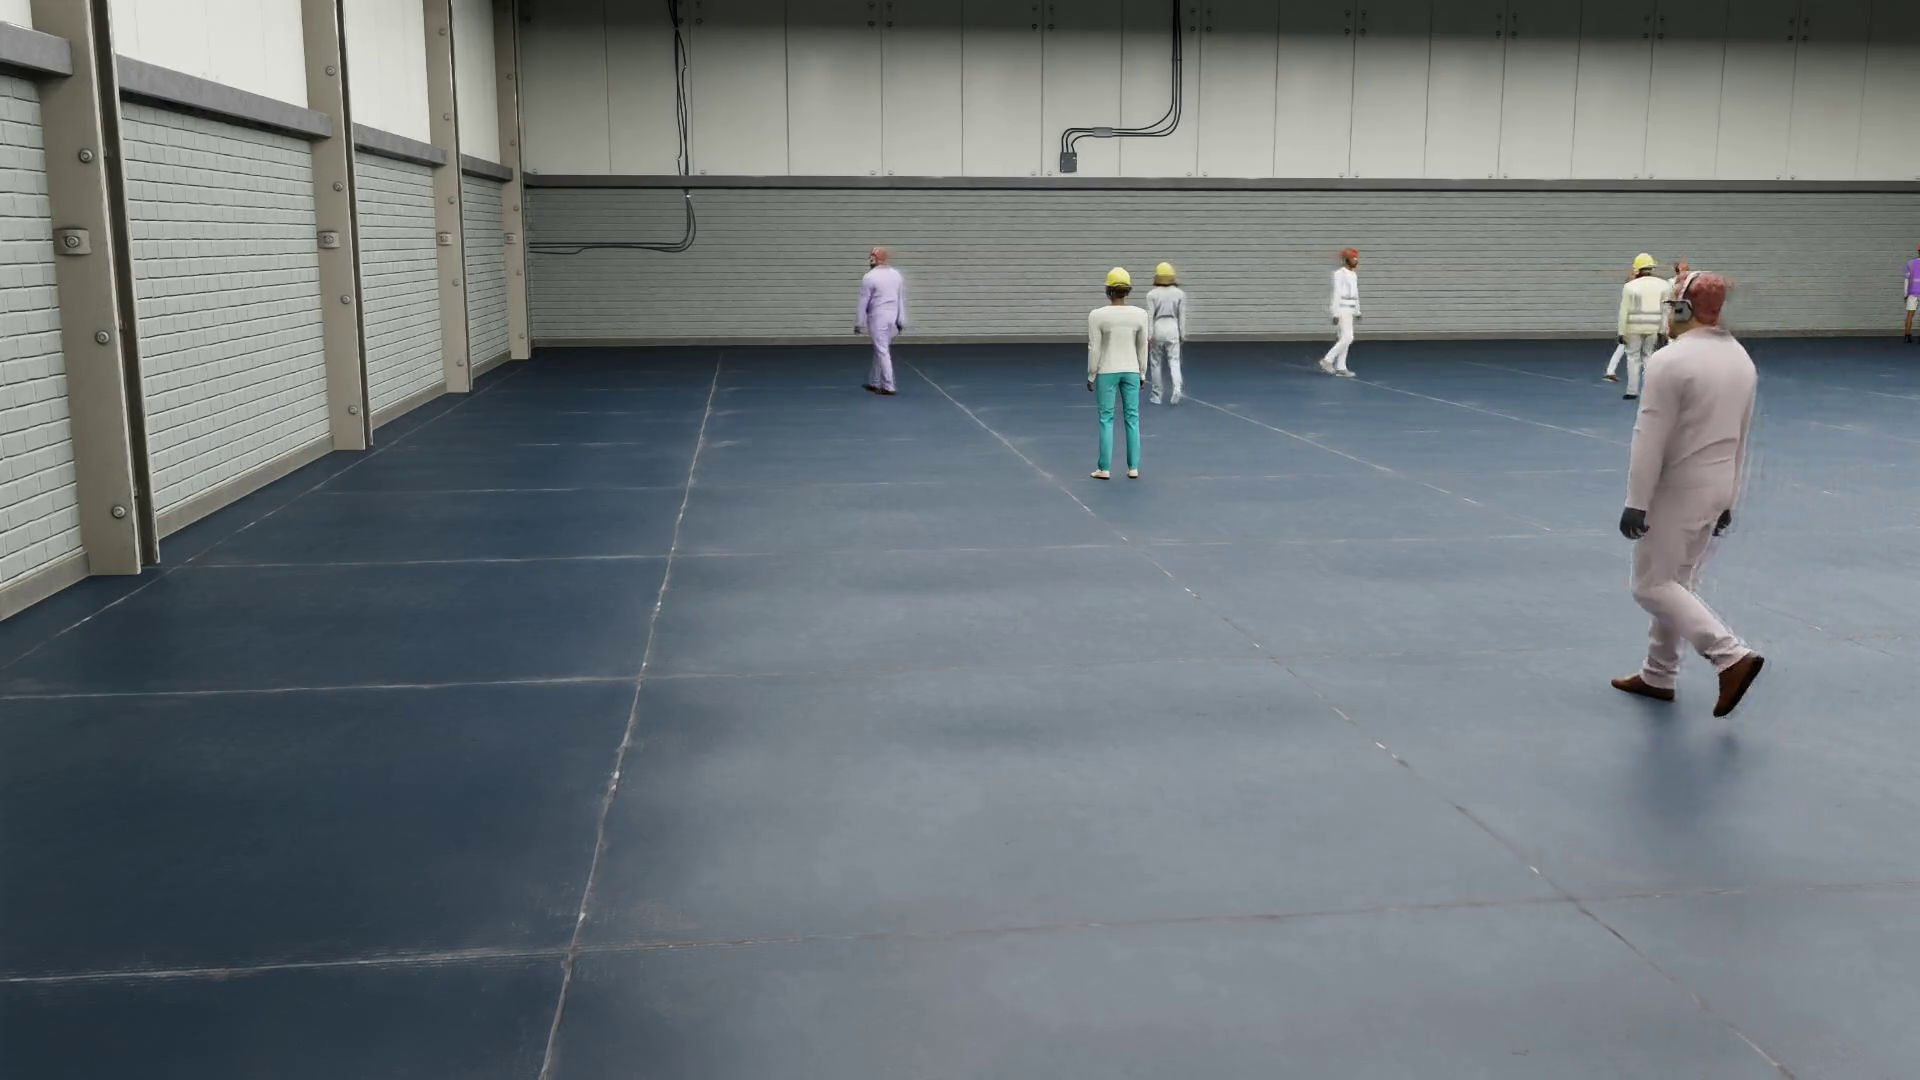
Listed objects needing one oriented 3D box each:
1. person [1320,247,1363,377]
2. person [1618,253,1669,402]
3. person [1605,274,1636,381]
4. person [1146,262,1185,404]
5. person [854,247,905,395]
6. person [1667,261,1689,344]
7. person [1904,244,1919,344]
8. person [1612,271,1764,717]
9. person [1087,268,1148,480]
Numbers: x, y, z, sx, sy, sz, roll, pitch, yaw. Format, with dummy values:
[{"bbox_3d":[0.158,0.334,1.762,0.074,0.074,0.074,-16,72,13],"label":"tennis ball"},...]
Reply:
[{"bbox_3d":[5.587,-3.294,24.114,0.456,1.868,0.574,6,12,31],"label":"person"},{"bbox_3d":[8.339,-2.591,20.370,0.614,1.822,0.413,-1,10,-8],"label":"person"},{"bbox_3d":[9.485,-2.989,23.212,0.881,1.583,0.518,2,10,9],"label":"person"},{"bbox_3d":[2.477,-2.481,20.025,0.490,1.719,0.724,-1,10,-7],"label":"person"},{"bbox_3d":[-1.125,-2.820,21.470,0.860,1.873,0.680,9,14,41],"label":"person"},{"bbox_3d":[11.676,-3.703,27.003,0.509,1.629,0.315,-2,11,-11],"label":"person"},{"bbox_3d":[18.265,-4.702,31.639,0.378,1.932,0.551,-9,14,-41],"label":"person"},{"bbox_3d":[3.109,-0.187,7.027,0.654,1.883,0.693,-7,13,-35],"label":"person"},{"bbox_3d":[1.312,-1.383,13.911,0.529,1.768,0.312,-2,11,-12],"label":"person"}]
